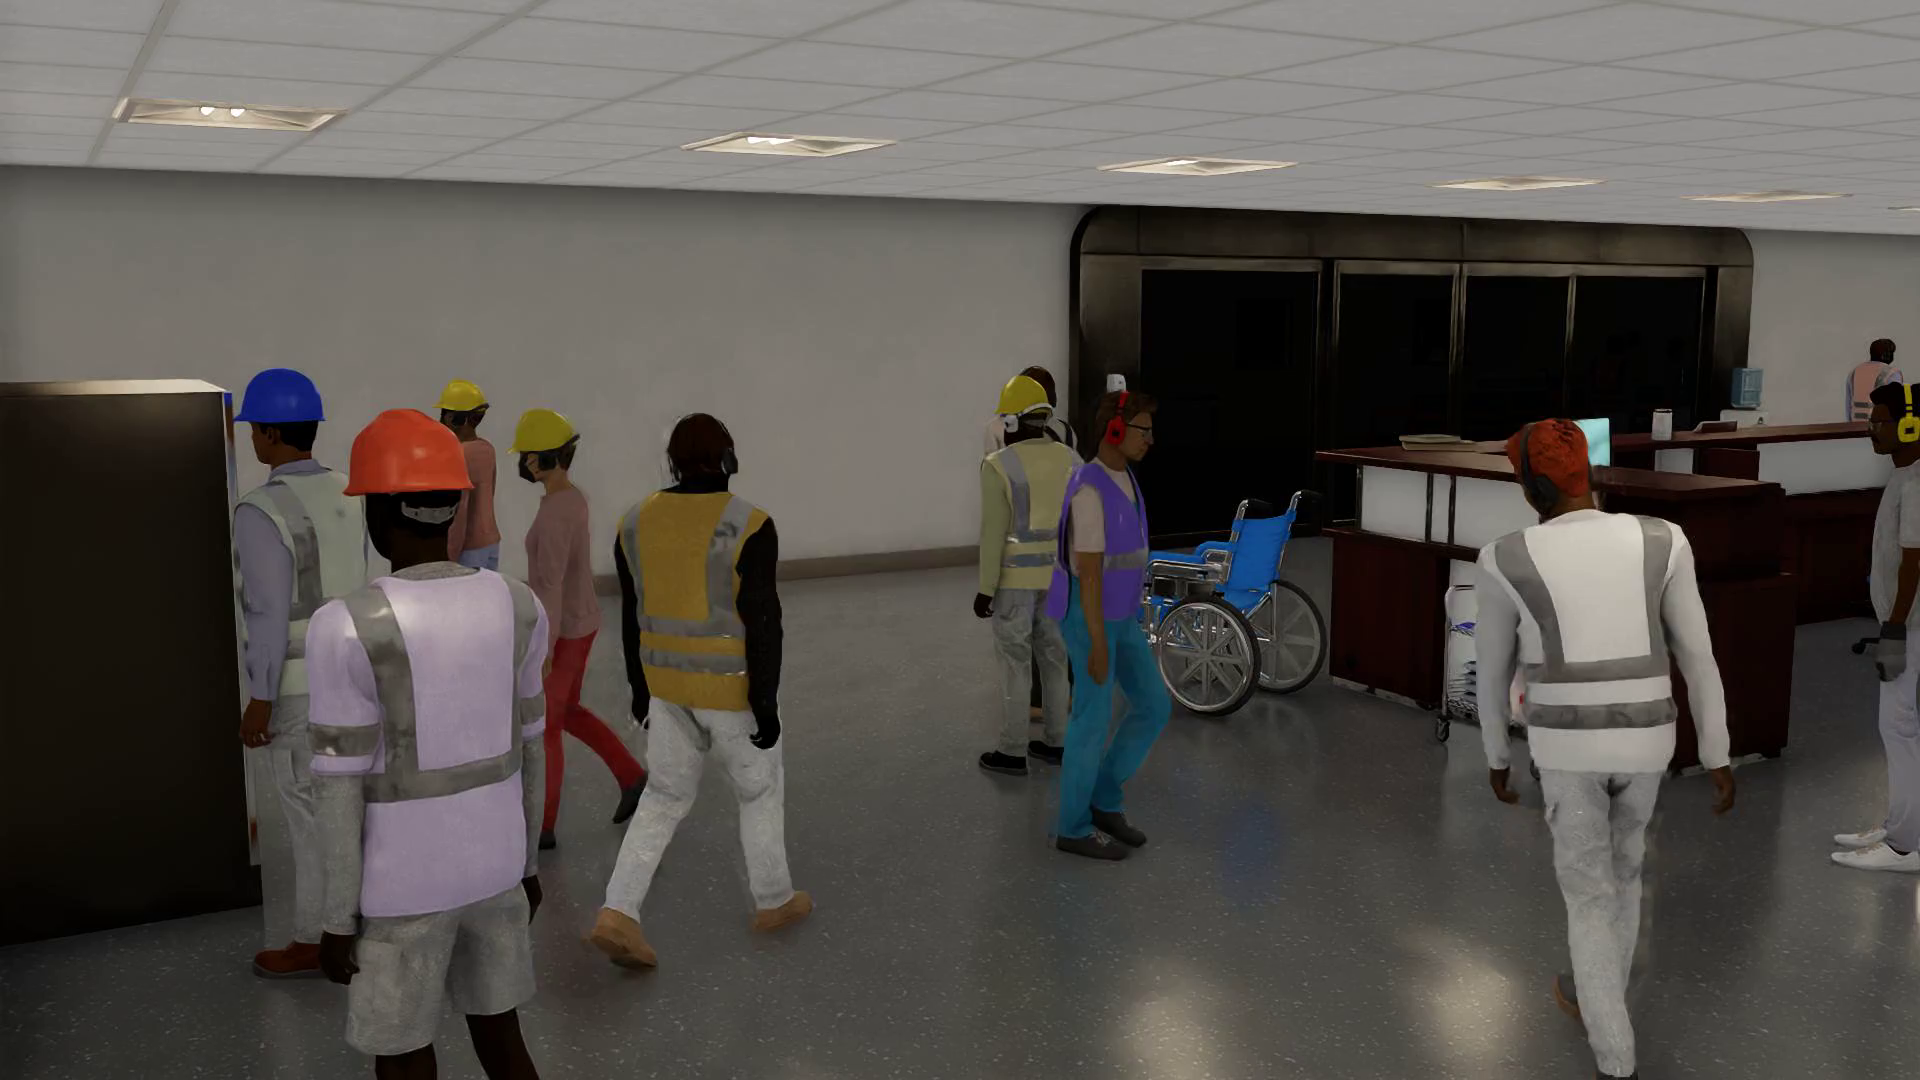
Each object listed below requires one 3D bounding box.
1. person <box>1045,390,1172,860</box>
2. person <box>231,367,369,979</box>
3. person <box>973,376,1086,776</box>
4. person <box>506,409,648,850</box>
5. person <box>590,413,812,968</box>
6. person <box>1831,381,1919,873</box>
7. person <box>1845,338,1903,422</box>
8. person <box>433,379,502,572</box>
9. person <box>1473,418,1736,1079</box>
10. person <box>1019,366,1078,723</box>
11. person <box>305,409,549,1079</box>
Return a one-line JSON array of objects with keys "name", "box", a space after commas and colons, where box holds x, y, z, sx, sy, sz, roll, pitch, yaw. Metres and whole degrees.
[{"name": "person", "box": [0.586, 0.336, 6.424, 0.502, 1.819, 0.604, 3, 8, 21]}, {"name": "person", "box": [-2.096, 0.425, 5.328, 0.404, 1.948, 0.605, 2, 8, 11]}, {"name": "person", "box": [0.300, 0.163, 7.657, 0.603, 1.828, 0.404, -6, 10, -39]}, {"name": "person", "box": [-1.559, 0.352, 6.554, 0.603, 1.747, 0.546, -1, 8, -6]}, {"name": "person", "box": [-0.868, 0.486, 5.454, 0.629, 1.805, 0.901, 4, 9, 28]}, {"name": "person", "box": [3.571, 0.332, 6.336, 0.326, 1.862, 0.508, 4, 9, 29]}, {"name": "person", "box": [9.401, -1.143, 17.071, 0.429, 1.841, 0.633, -3, 8, -19]}, {"name": "person", "box": [-2.588, 0.042, 8.755, 0.309, 1.772, 0.525, 1, 8, 4]}, {"name": "person", "box": [1.748, 0.579, 4.629, 0.658, 1.830, 0.811, 1, 8, 5]}, {"name": "person", "box": [0.419, 0.027, 8.593, 0.351, 1.842, 0.507, 5, 9, 31]}, {"name": "person", "box": [-1.118, 0.690, 3.512, 0.404, 1.928, 0.545, 6, 10, 38]}]
